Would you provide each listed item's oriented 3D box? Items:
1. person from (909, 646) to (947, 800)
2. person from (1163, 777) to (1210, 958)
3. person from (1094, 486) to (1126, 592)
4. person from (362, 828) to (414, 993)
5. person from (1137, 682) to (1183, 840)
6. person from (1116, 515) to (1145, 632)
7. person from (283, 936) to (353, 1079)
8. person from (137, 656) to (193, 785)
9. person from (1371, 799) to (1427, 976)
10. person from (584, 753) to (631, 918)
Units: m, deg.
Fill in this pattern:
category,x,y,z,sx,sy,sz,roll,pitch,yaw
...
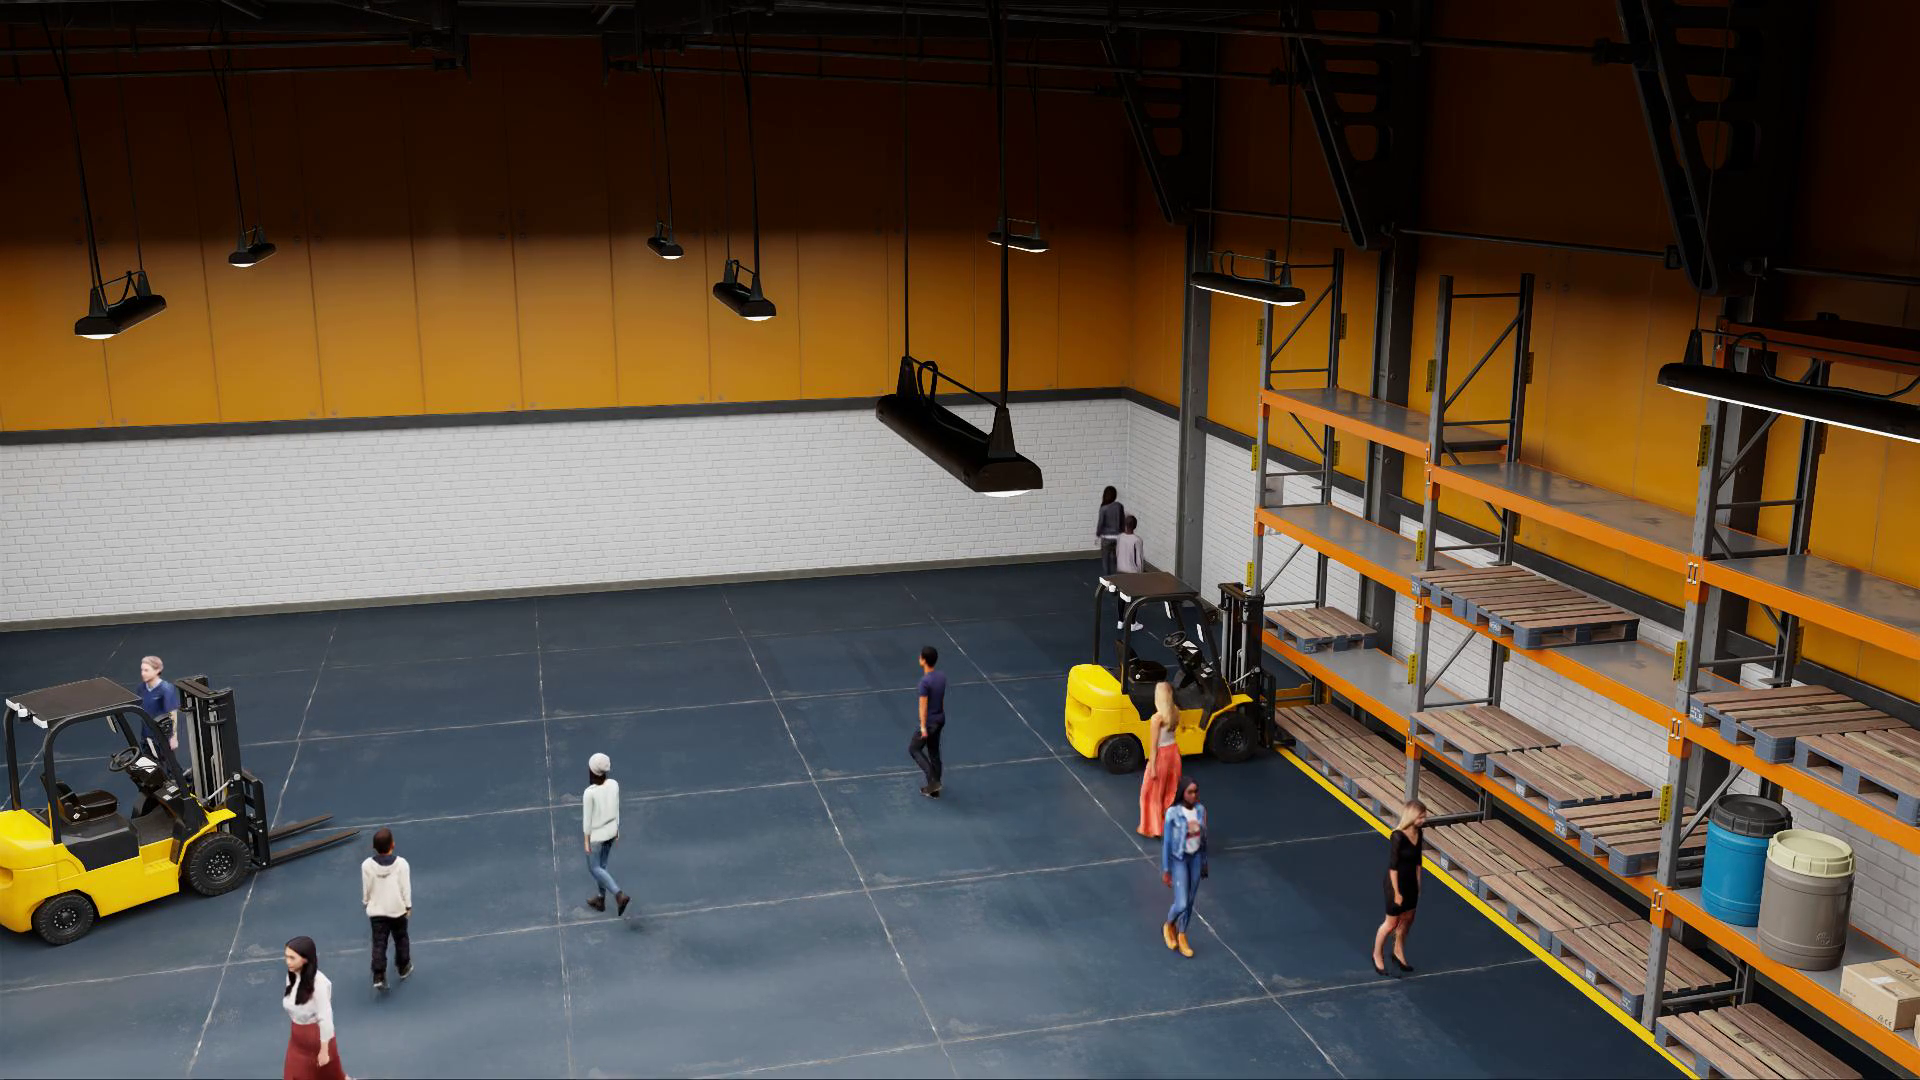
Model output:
category,x,y,z,sx,sy,sz,roll,pitch,yaw
person,-0.266,2.079,18.738,0.828,1.781,0.782,10,17,35
person,2.003,2.961,15.256,0.700,1.705,0.718,-8,16,-29
person,2.523,-0.022,27.444,0.681,1.767,0.640,-6,15,-22
person,-5.047,3.262,14.580,0.677,1.439,0.915,-1,14,-6
person,2.238,2.377,17.510,0.923,1.780,1.126,-13,19,-43
person,2.573,0.490,25.323,0.653,1.771,0.753,11,17,38
person,-4.666,3.705,12.187,1.041,1.704,1.123,7,15,28
person,-8.732,2.161,18.261,1.035,1.846,1.150,6,15,23
person,3.925,3.088,14.821,0.688,1.664,0.710,-11,18,-39
person,-3.385,2.841,15.920,1.014,1.627,0.895,11,17,38
